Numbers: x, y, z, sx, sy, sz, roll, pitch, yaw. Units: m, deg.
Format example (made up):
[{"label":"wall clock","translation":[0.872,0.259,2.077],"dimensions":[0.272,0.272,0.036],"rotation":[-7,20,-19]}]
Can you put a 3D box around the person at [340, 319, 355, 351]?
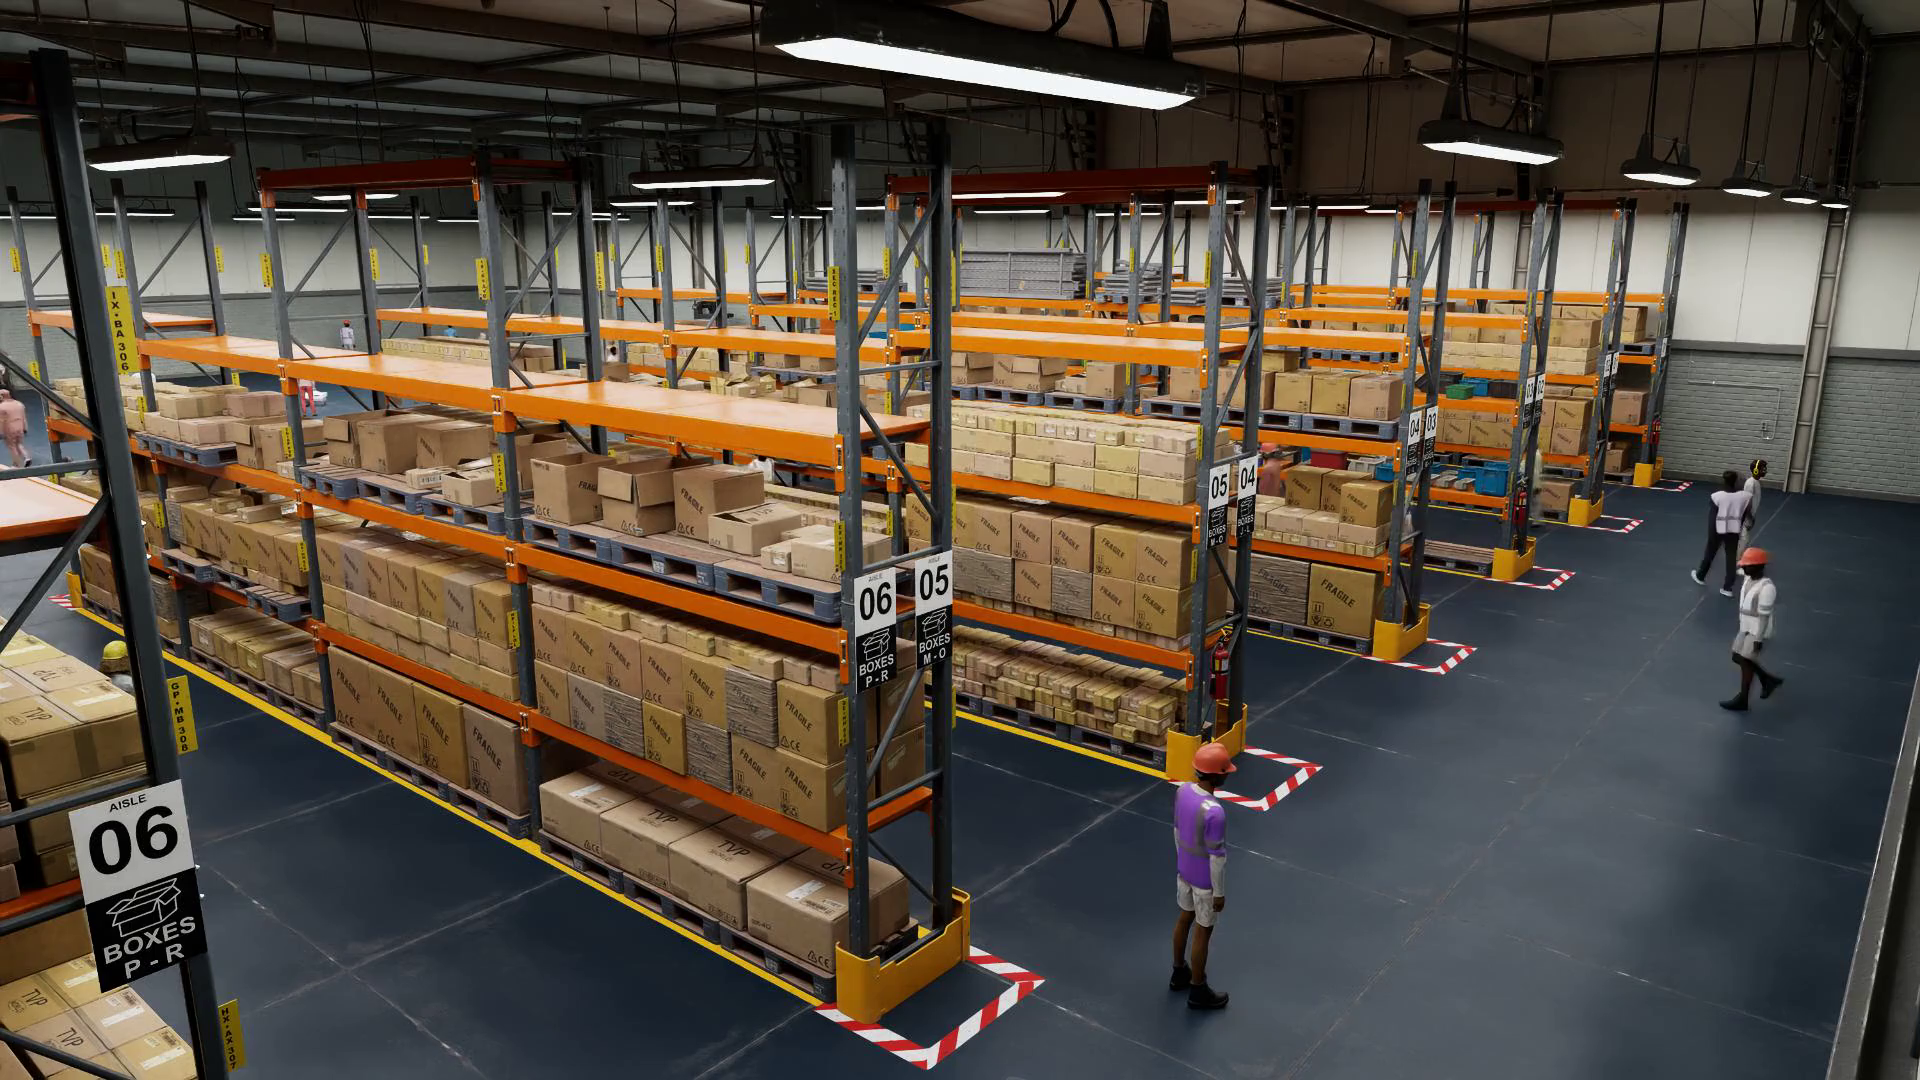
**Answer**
[{"label":"person","translation":[-25.343,-8.168,52.191],"dimensions":[0.551,1.935,0.375],"rotation":[1,14,3]}]

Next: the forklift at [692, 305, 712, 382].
[{"label":"forklift","translation":[-9.511,-7.392,47.124],"dimensions":[1.873,2.768,1.129],"rotation":[11,17,38]}]

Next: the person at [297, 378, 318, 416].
[{"label":"person","translation":[-19.726,-4.617,37.952],"dimensions":[0.525,1.765,0.329],"rotation":[-4,14,-15]}]

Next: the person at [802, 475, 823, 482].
[{"label":"person","translation":[-3.290,-2.228,27.801],"dimensions":[0.561,1.917,0.607],"rotation":[-10,17,-35]}]

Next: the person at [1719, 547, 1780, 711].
[{"label":"person","translation":[9.168,1.018,14.456],"dimensions":[0.630,1.912,0.575],"rotation":[1,14,5]}]

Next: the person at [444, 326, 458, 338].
[{"label":"person","translation":[-22.026,-8.602,54.510],"dimensions":[0.548,1.681,0.652],"rotation":[-5,14,-19]}]

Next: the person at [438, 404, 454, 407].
[{"label":"person","translation":[-12.498,-2.802,30.752],"dimensions":[0.498,1.634,0.280],"rotation":[-13,19,-42]}]

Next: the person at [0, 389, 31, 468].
[{"label":"person","translation":[-21.962,-2.544,29.136],"dimensions":[0.422,1.890,0.664],"rotation":[3,14,12]}]

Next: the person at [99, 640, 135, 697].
[{"label":"person","translation":[-7.735,1.777,11.712],"dimensions":[0.483,1.737,0.320],"rotation":[3,14,14]}]

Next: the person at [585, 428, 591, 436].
[{"label":"person","translation":[-9.467,-3.366,32.454],"dimensions":[0.444,1.929,0.655],"rotation":[4,14,16]}]

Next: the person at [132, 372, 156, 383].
[{"label":"person","translation":[-22.232,-3.904,34.442],"dimensions":[0.608,2.039,0.395],"rotation":[-1,14,-6]}]

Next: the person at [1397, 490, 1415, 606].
[{"label":"person","translation":[6.247,0.216,17.834],"dimensions":[1.021,1.866,0.596],"rotation":[13,19,43]}]

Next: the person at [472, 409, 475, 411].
[{"label":"person","translation":[-11.920,-3.028,31.084],"dimensions":[0.635,1.917,0.428],"rotation":[-10,17,-35]}]

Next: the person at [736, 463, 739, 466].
[{"label":"person","translation":[-5.120,-2.204,28.292],"dimensions":[0.500,1.633,0.286],"rotation":[-8,16,-31]}]

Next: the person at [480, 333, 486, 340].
[{"label":"person","translation":[-17.379,-6.623,45.948],"dimensions":[0.709,1.887,0.650],"rotation":[7,15,27]}]

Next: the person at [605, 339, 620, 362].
[{"label":"person","translation":[-12.881,-6.678,46.734],"dimensions":[0.521,1.618,0.709],"rotation":[-5,14,-18]}]

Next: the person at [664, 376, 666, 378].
[{"label":"person","translation":[-8.558,-4.344,36.459],"dimensions":[0.356,1.937,0.638],"rotation":[3,14,11]}]

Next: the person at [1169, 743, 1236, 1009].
[{"label":"person","translation":[1.735,2.349,8.931],"dimensions":[0.373,1.935,0.552],"rotation":[-5,14,-19]}]

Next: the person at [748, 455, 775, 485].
[{"label":"person","translation":[-3.336,-0.755,21.859],"dimensions":[0.847,1.853,0.613],"rotation":[12,18,40]}]

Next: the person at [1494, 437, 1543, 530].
[{"label":"person","translation":[10.425,-1.073,23.323],"dimensions":[0.904,1.784,0.607],"rotation":[5,14,19]}]

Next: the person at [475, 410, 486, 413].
[{"label":"person","translation":[-10.438,-2.074,27.576],"dimensions":[0.911,1.721,0.524],"rotation":[0,14,0]}]

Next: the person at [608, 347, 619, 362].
[{"label":"person","translation":[-11.764,-5.748,42.837],"dimensions":[0.888,1.646,0.545],"rotation":[4,14,16]}]

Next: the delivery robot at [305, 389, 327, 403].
[{"label":"delivery robot","translation":[-20.673,-4.605,40.308],"dimensions":[0.707,0.478,0.477],"rotation":[-2,14,-7]}]

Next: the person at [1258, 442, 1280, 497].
[{"label":"person","translation":[5.146,-0.704,21.398],"dimensions":[0.642,1.972,0.647],"rotation":[9,16,32]}]

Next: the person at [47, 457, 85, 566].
[{"label":"person","translation":[-14.683,-0.485,20.867],"dimensions":[0.636,1.809,0.906],"rotation":[-4,14,-17]}]

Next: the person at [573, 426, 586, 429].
[{"label":"person","translation":[-10.812,-3.918,35.265],"dimensions":[0.672,1.676,0.551],"rotation":[0,14,-1]}]

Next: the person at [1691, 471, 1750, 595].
[{"label":"person","translation":[11.719,-0.145,19.340],"dimensions":[0.593,1.868,0.980],"rotation":[2,14,9]}]

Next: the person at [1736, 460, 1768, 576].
[{"label":"person","translation":[12.725,-0.370,20.257],"dimensions":[0.328,1.872,0.515],"rotation":[9,16,33]}]

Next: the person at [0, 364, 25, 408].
[{"label":"person","translation":[-29.764,-5.009,39.072],"dimensions":[1.035,2.000,0.687],"rotation":[-4,14,-15]}]

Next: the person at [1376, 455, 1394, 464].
[{"label":"person","translation":[8.359,-1.435,24.714],"dimensions":[0.404,1.832,0.600],"rotation":[6,15,24]}]
